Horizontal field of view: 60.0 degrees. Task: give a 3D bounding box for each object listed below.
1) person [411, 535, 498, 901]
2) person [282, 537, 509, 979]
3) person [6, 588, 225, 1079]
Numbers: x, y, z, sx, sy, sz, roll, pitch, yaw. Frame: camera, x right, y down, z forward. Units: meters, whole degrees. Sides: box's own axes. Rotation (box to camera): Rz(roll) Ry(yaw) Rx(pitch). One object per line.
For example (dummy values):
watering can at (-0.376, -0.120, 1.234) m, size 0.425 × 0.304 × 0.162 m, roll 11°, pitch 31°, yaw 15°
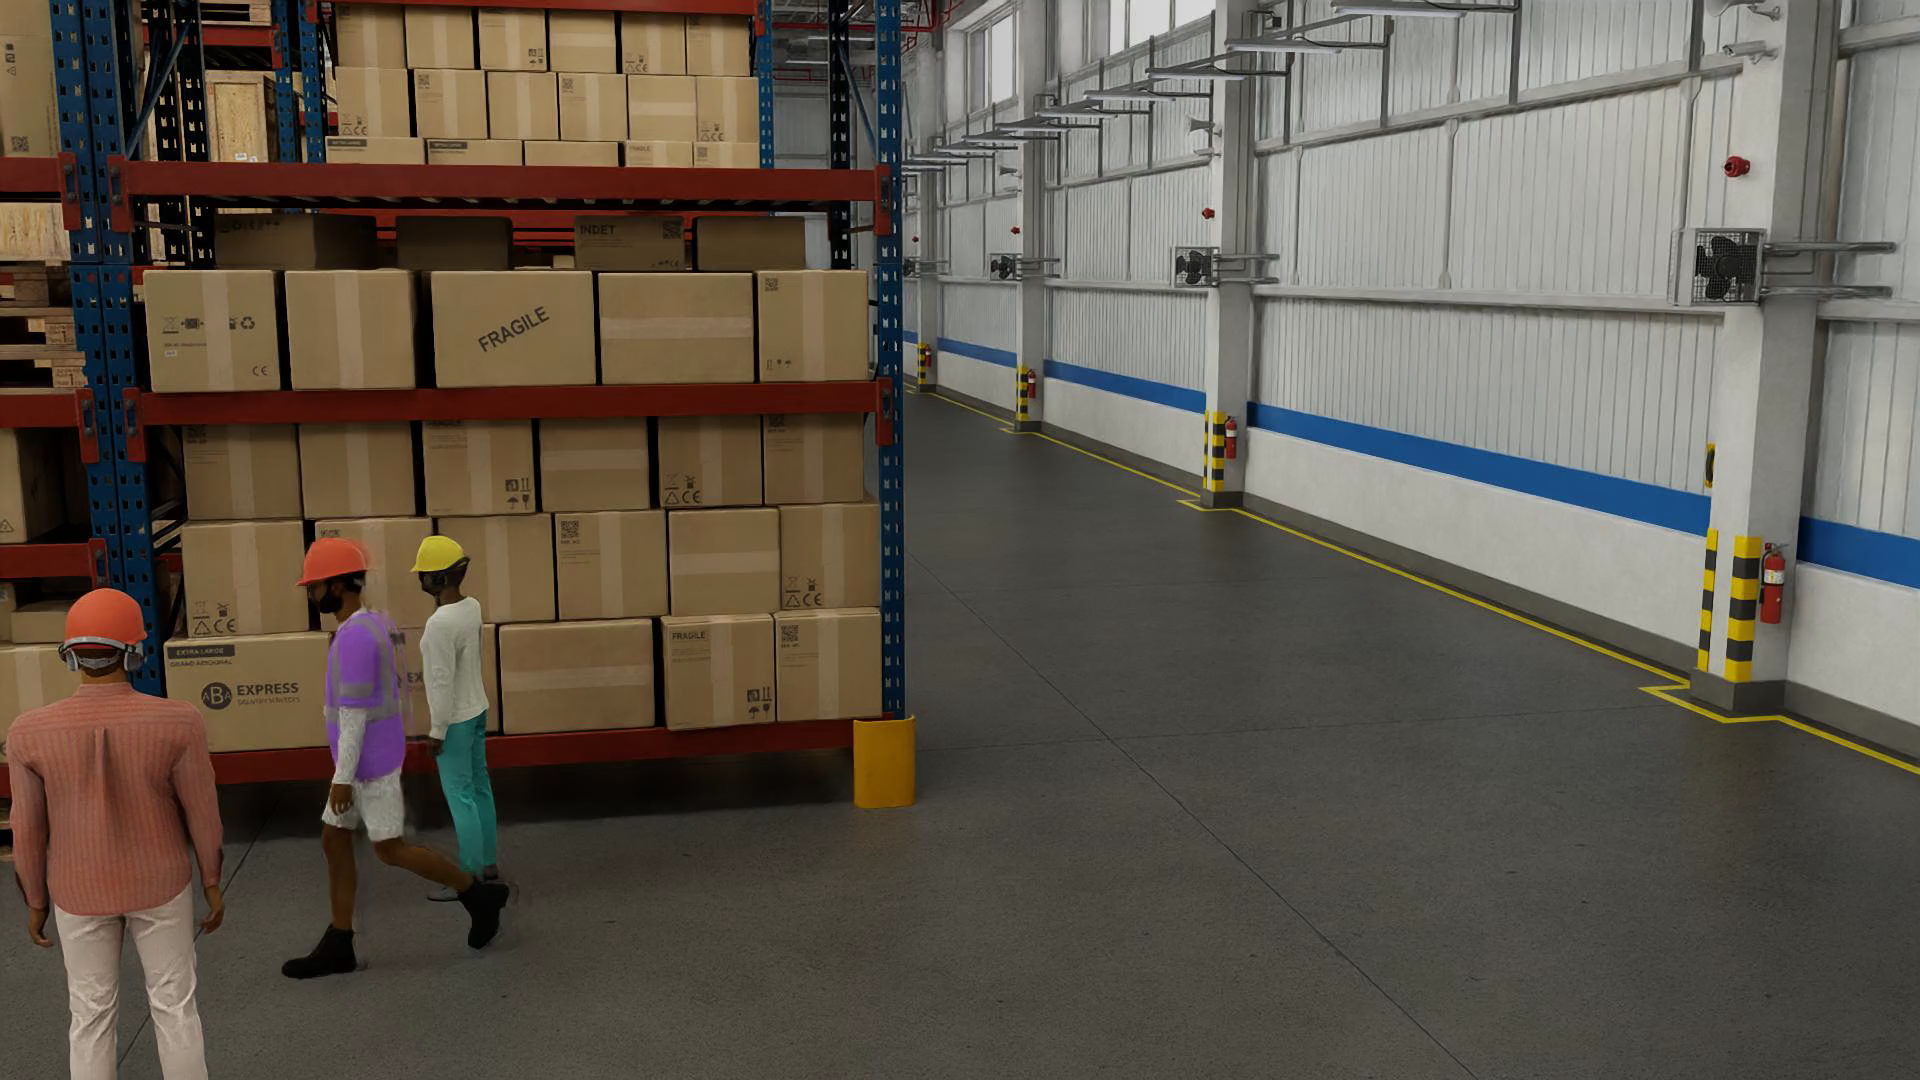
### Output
person at (-2.448, 0.851, 8.007) m, size 0.326 × 1.765 × 0.533 m, roll 1°, pitch 9°, yaw 3°
person at (-2.475, 0.922, 7.189) m, size 0.883 × 1.896 × 0.569 m, roll -4°, pitch 10°, yaw -23°
person at (-2.765, 1.145, 5.510) m, size 0.622 × 1.994 × 0.381 m, roll -3°, pitch 10°, yaw -18°
